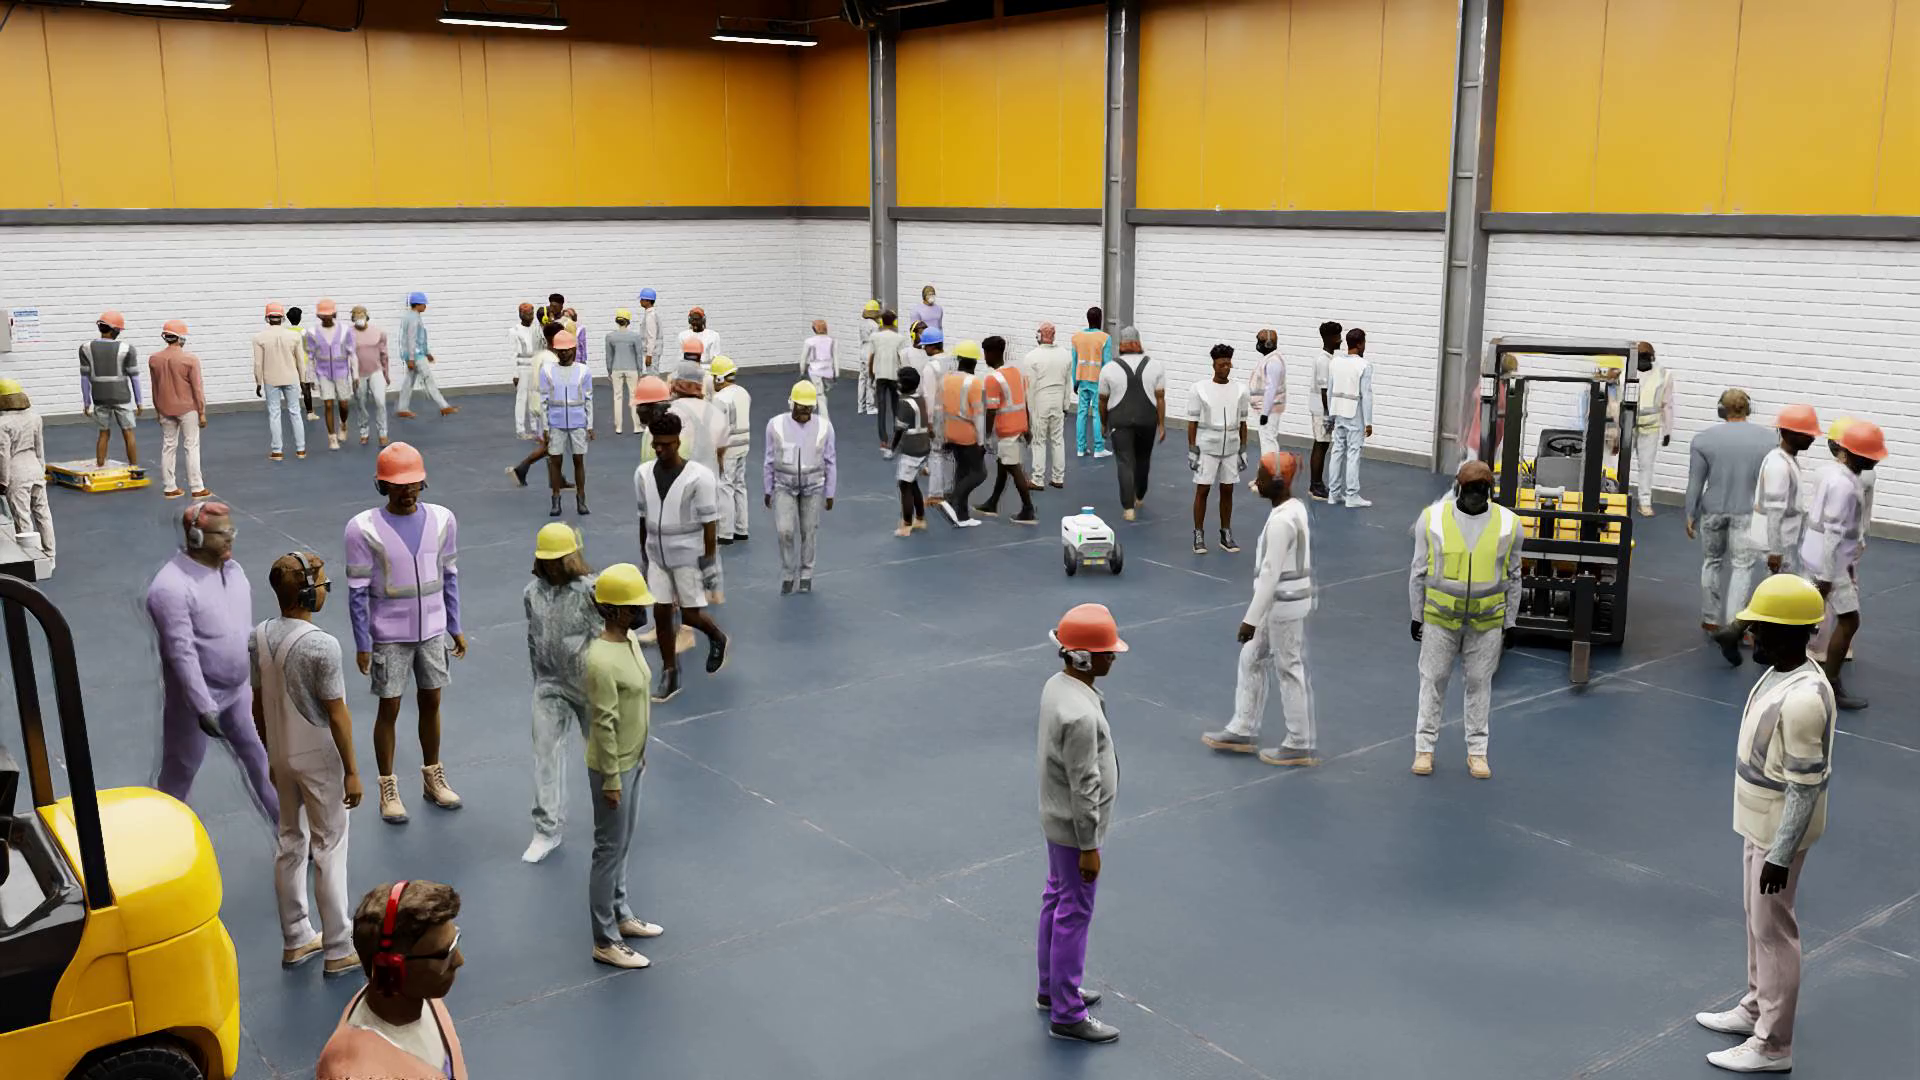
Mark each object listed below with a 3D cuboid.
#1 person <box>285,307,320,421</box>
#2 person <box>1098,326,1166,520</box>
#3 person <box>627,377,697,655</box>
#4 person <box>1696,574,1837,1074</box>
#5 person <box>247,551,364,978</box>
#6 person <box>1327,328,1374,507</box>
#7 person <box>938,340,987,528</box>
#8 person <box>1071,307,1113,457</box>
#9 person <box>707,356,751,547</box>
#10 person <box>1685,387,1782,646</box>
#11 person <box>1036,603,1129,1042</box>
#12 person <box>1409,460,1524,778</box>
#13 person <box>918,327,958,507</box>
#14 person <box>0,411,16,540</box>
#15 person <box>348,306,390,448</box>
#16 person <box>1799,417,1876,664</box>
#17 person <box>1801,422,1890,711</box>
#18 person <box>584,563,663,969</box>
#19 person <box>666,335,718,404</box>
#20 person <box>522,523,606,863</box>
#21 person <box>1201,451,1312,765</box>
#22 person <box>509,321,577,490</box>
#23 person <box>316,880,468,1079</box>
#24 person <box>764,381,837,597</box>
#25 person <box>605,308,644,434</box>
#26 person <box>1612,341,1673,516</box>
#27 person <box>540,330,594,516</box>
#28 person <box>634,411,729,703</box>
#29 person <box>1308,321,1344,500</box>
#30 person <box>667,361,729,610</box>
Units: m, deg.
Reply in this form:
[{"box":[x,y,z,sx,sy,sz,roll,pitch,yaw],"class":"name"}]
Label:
[{"box":[-9.787,-2.594,24.601,0.540,1.696,0.316,0,12,1],"class":"person"},{"box":[1.777,-1.273,17.384,0.691,2.000,1.035,0,12,-2],"class":"person"},{"box":[-2.176,-0.167,12.085,0.439,2.031,0.634,-7,14,-32],"class":"person"},{"box":[3.078,1.074,6.324,0.367,1.926,0.594,4,12,18],"class":"person"},{"box":[-2.765,0.955,7.098,0.513,1.845,0.335,6,13,26],"class":"person"},{"box":[4.188,-1.315,17.882,0.377,1.917,0.599,-8,14,-33],"class":"person"},{"box":[0.008,-1.035,16.554,0.503,1.908,0.602,-9,15,-37],"class":"person"},{"box":[1.683,-2.019,21.284,0.590,1.920,0.399,9,15,36],"class":"person"},{"box":[-2.210,-0.842,15.848,0.403,1.820,0.595,5,13,21],"class":"person"},{"box":[5.753,-0.171,12.430,0.652,1.907,0.723,6,13,25],"class":"person"},{"box":[0.485,1.103,6.606,0.341,1.749,0.572,-1,12,-7],"class":"person"},{"box":[2.889,0.452,9.538,0.621,1.844,0.429,2,12,12],"class":"person"},{"box":[-0.234,-1.317,17.849,0.419,1.939,0.624,7,13,29],"class":"person"},{"box":[-9.339,-0.822,15.928,0.323,1.742,0.492,11,16,43],"class":"person"},{"box":[-7.894,-2.161,22.068,0.633,1.884,0.863,-5,13,-22],"class":"person"},{"box":[6.236,0.007,11.872,0.535,1.767,0.317,-3,12,-16],"class":"person"},{"box":[5.742,0.157,10.859,0.557,1.893,0.623,4,12,19],"class":"person"},{"box":[-1.457,0.965,7.244,0.329,1.767,0.529,0,12,2],"class":"person"},{"box":[-2.695,-1.107,16.890,0.540,1.920,0.584,-3,12,-14],"class":"person"},{"box":[-2.006,0.716,8.615,0.490,1.691,0.917,2,12,11],"class":"person"},{"box":[1.733,0.404,9.696,0.755,1.860,0.601,3,12,12],"class":"person"},{"box":[-4.682,-1.480,18.624,0.708,1.944,0.612,-6,13,-25],"class":"person"},{"box":[-1.279,1.645,3.791,0.387,1.837,0.565,-1,12,-5],"class":"person"},{"box":[-1.324,-0.419,13.819,0.605,1.806,0.583,-1,12,-6],"class":"person"},{"box":[-4.699,-2.365,23.321,0.526,1.769,0.329,0,12,2],"class":"person"},{"box":[7.061,-1.157,17.347,0.655,1.831,0.431,5,13,23],"class":"person"},{"box":[-4.092,-1.215,17.349,0.543,1.939,0.370,-3,12,-14],"class":"person"},{"box":[-1.846,0.085,11.079,0.602,1.946,0.652,5,13,22],"class":"person"},{"box":[4.028,-1.429,18.317,0.368,1.966,0.603,1,12,7],"class":"person"},{"box":[-2.218,-0.452,13.420,0.543,2.000,0.711,10,15,40],"class":"person"}]
